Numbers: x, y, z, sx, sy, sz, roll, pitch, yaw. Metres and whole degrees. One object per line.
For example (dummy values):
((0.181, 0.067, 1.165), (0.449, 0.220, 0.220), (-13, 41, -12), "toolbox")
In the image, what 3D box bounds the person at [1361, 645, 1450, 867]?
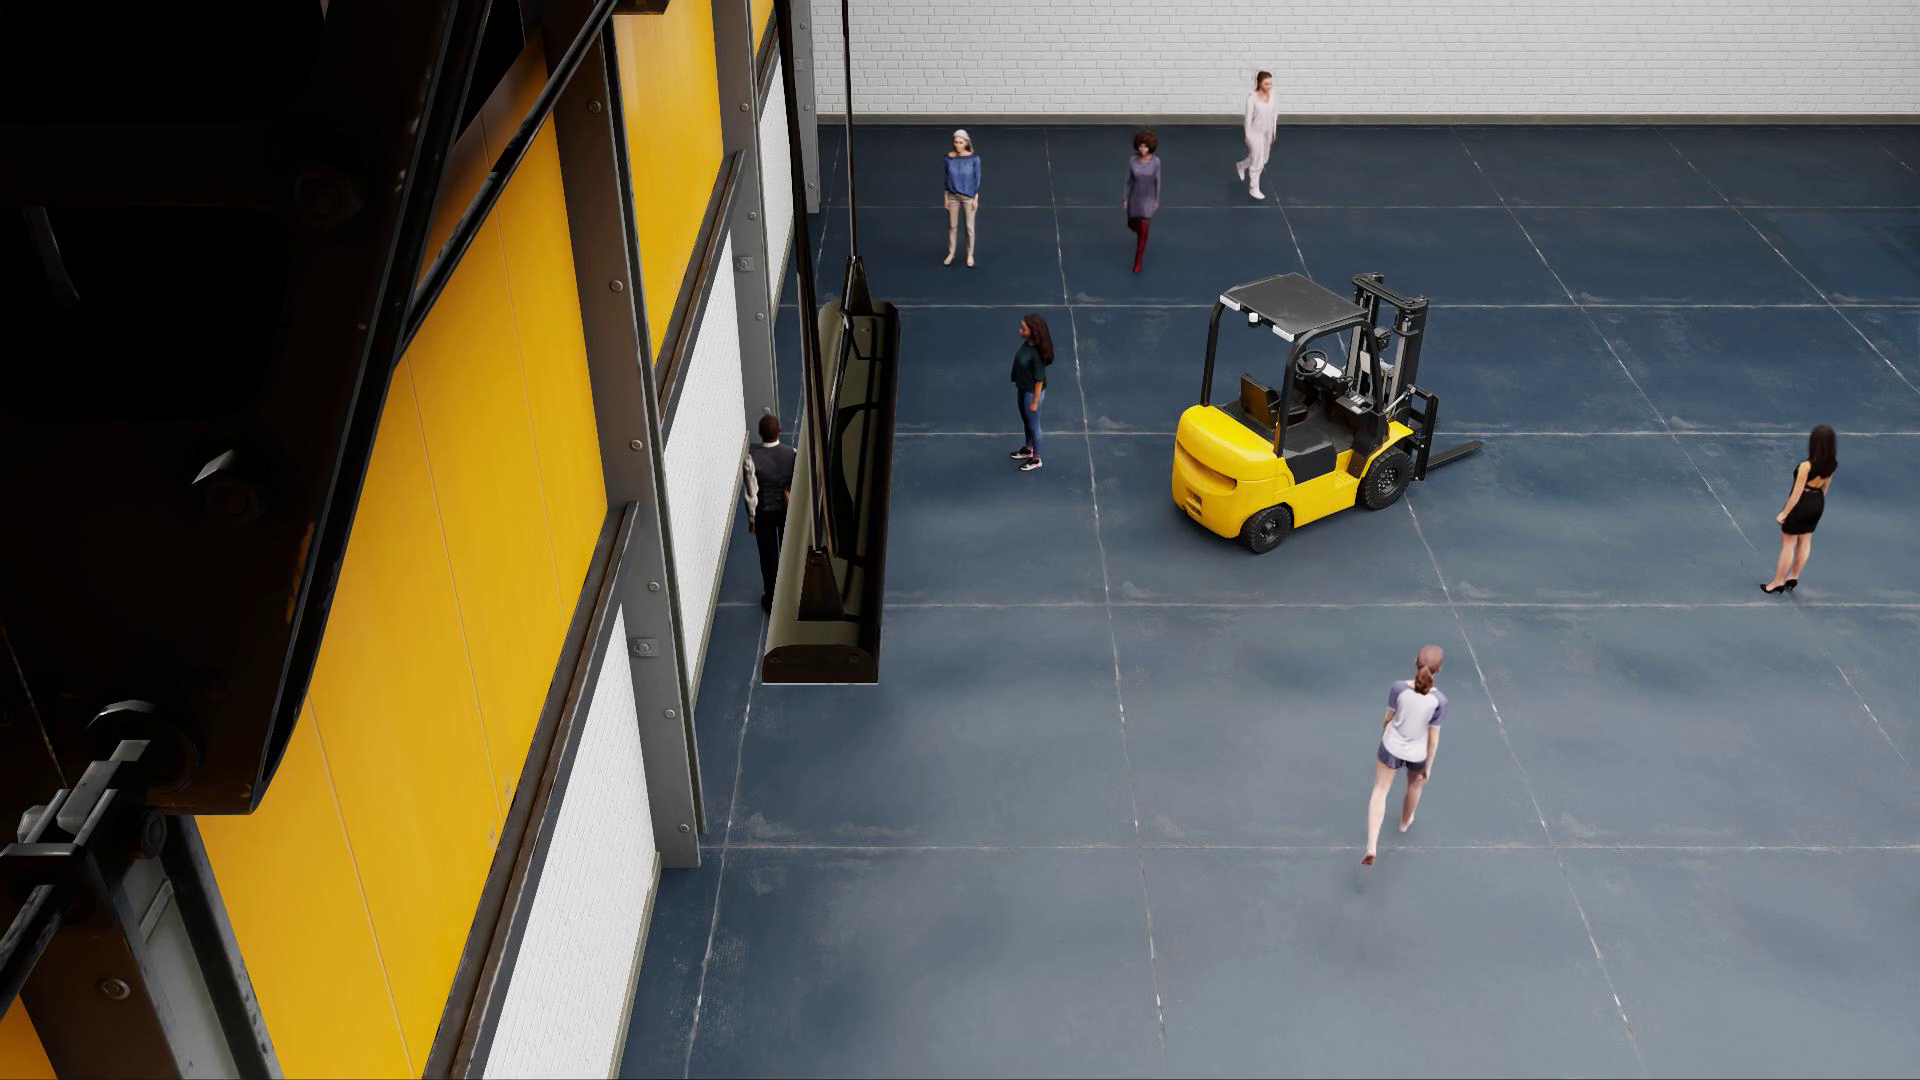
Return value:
((3.073, 1.513, 11.553), (0.836, 1.735, 1.116), (13, 36, 19), "person")

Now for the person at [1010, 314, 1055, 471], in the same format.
((0.692, -1.447, 16.114), (0.729, 1.616, 0.623), (-9, 35, -14), "person")

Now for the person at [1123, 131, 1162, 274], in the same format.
((2.203, -4.111, 20.054), (0.747, 1.691, 1.046), (8, 34, 12), "person")

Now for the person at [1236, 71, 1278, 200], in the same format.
((3.919, -5.403, 22.021), (0.926, 1.665, 1.064), (-18, 38, -25), "person")

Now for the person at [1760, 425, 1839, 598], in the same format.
((7.246, -0.239, 14.272), (0.617, 1.644, 0.581), (-10, 35, -15), "person")

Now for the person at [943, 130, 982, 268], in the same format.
((0.019, -4.134, 20.083), (0.651, 1.697, 0.615), (6, 34, 8), "person")

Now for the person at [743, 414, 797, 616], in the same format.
((-1.538, -0.208, 13.978), (0.749, 1.917, 0.685), (-9, 35, -13), "person")
